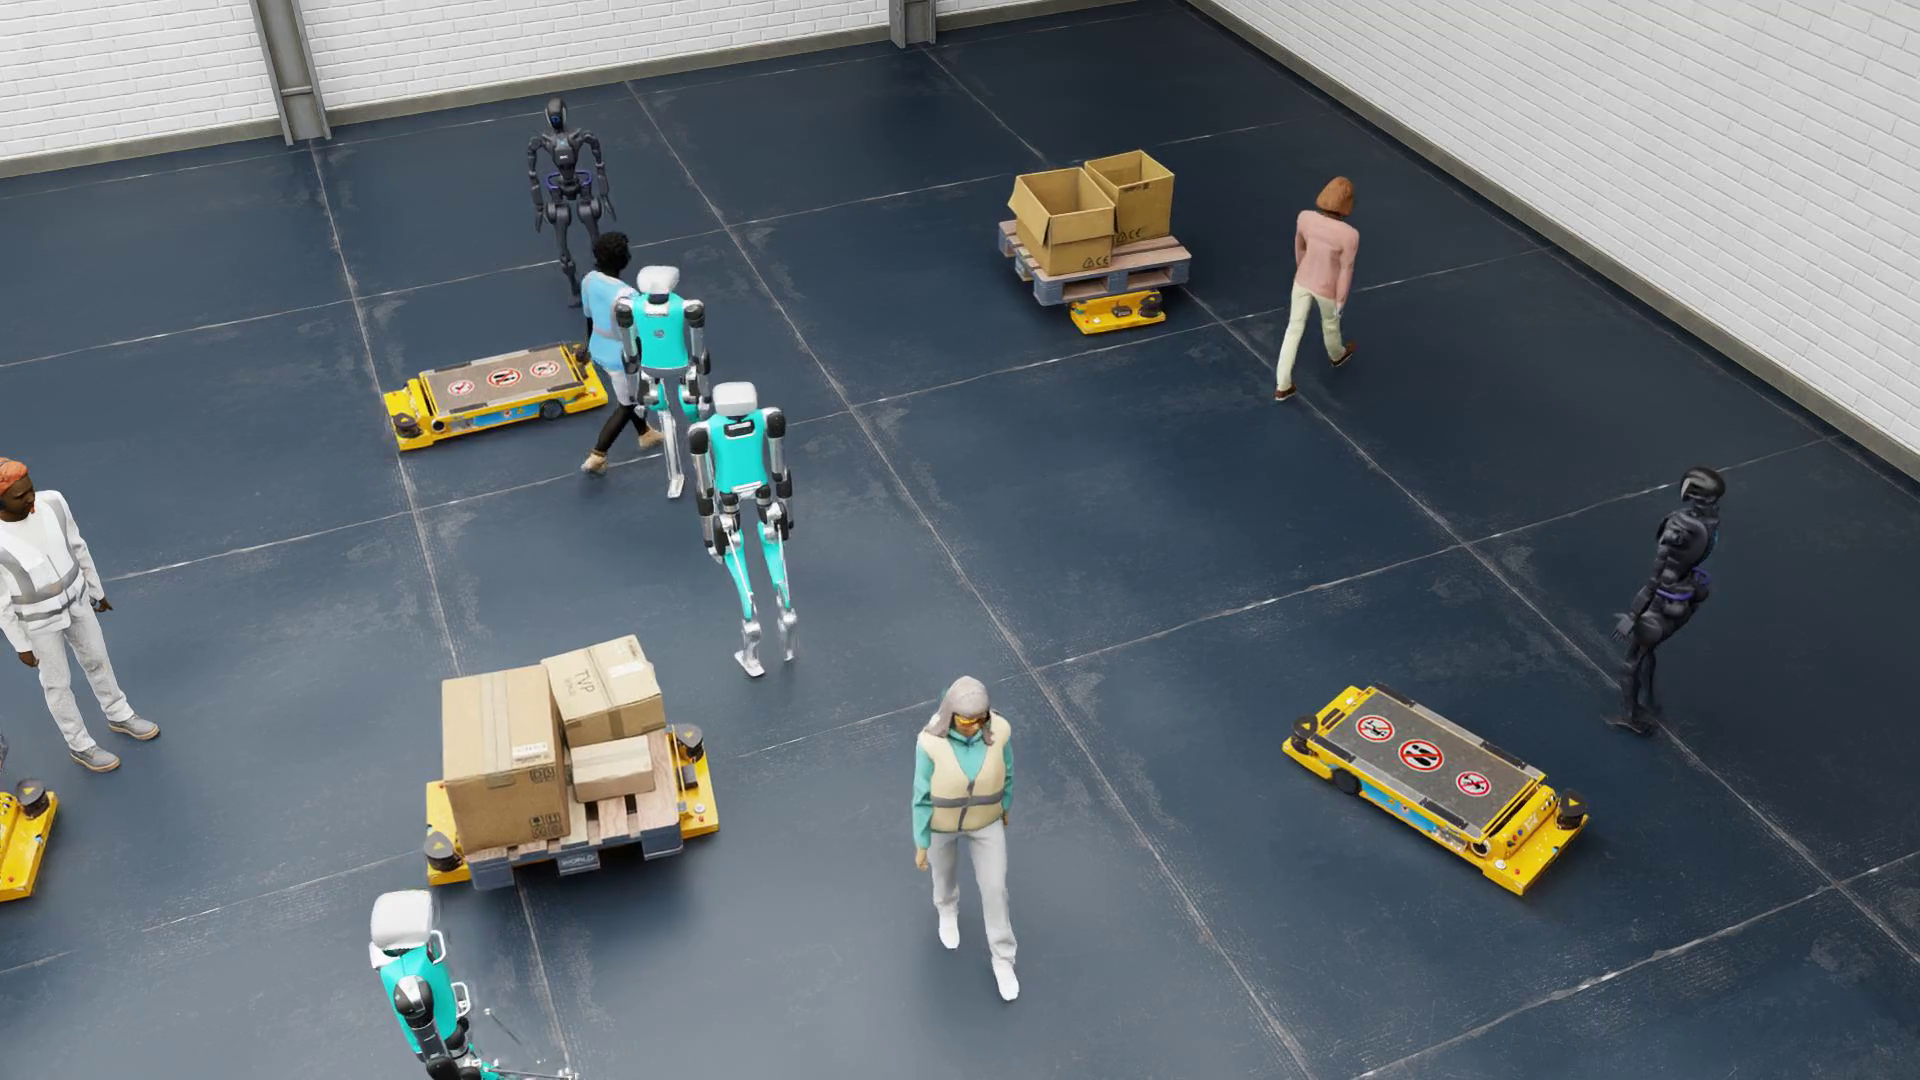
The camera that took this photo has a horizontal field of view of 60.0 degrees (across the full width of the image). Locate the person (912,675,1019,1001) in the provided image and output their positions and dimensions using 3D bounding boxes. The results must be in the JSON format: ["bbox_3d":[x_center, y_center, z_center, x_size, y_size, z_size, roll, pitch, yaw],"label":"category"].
[{"bbox_3d":[0.032,1.327,7.383,0.482,1.687,0.699,-7,38,-9],"label":"person"}]

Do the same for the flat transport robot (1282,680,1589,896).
[{"bbox_3d":[2.462,1.237,8.663,1.431,0.231,0.659,31,47,34],"label":"flat transport robot"}]

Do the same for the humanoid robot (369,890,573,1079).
[{"bbox_3d":[-1.802,2.024,6.518,0.725,1.894,0.546,-14,40,-18],"label":"humanoid robot"}]

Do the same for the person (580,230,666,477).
[{"bbox_3d":[-2.238,-1.173,10.648,0.738,1.666,0.534,-28,46,-32],"label":"person"}]

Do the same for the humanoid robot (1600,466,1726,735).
[{"bbox_3d":[3.674,0.324,8.700,0.587,1.659,0.344,-29,46,-32],"label":"humanoid robot"}]

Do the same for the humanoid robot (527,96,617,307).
[{"bbox_3d":[-2.886,-2.523,12.397,0.608,1.655,0.306,-9,38,-11],"label":"humanoid robot"}]

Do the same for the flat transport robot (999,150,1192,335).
[{"bbox_3d":[1.011,-2.052,12.945,0.659,0.231,1.431,-11,39,-14],"label":"flat transport robot"}]

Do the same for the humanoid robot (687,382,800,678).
[{"bbox_3d":[-1.097,0.052,9.021,0.530,1.801,0.701,-14,40,-17],"label":"humanoid robot"}]

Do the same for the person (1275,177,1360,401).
[{"bbox_3d":[2.511,-1.768,11.489,0.503,1.574,0.896,26,45,30],"label":"person"}]

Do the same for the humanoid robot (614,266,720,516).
[{"bbox_3d":[-1.779,-0.996,10.368,0.537,1.782,0.755,-1,38,-1],"label":"humanoid robot"}]

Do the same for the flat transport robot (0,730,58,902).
[{"bbox_3d":[-5.312,1.578,8.220,1.431,0.231,0.659,-7,38,-9],"label":"flat transport robot"}]

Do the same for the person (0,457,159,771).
[{"bbox_3d":[-4.596,0.372,8.470,0.361,1.880,0.572,14,40,18],"label":"person"}]

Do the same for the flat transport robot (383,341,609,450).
[{"bbox_3d":[-3.240,-1.019,11.599,1.431,0.231,0.659,-15,40,-19],"label":"flat transport robot"}]

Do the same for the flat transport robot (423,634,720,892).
[{"bbox_3d":[-1.996,1.340,8.529,1.431,0.231,0.659,-9,38,-11],"label":"flat transport robot"}]
